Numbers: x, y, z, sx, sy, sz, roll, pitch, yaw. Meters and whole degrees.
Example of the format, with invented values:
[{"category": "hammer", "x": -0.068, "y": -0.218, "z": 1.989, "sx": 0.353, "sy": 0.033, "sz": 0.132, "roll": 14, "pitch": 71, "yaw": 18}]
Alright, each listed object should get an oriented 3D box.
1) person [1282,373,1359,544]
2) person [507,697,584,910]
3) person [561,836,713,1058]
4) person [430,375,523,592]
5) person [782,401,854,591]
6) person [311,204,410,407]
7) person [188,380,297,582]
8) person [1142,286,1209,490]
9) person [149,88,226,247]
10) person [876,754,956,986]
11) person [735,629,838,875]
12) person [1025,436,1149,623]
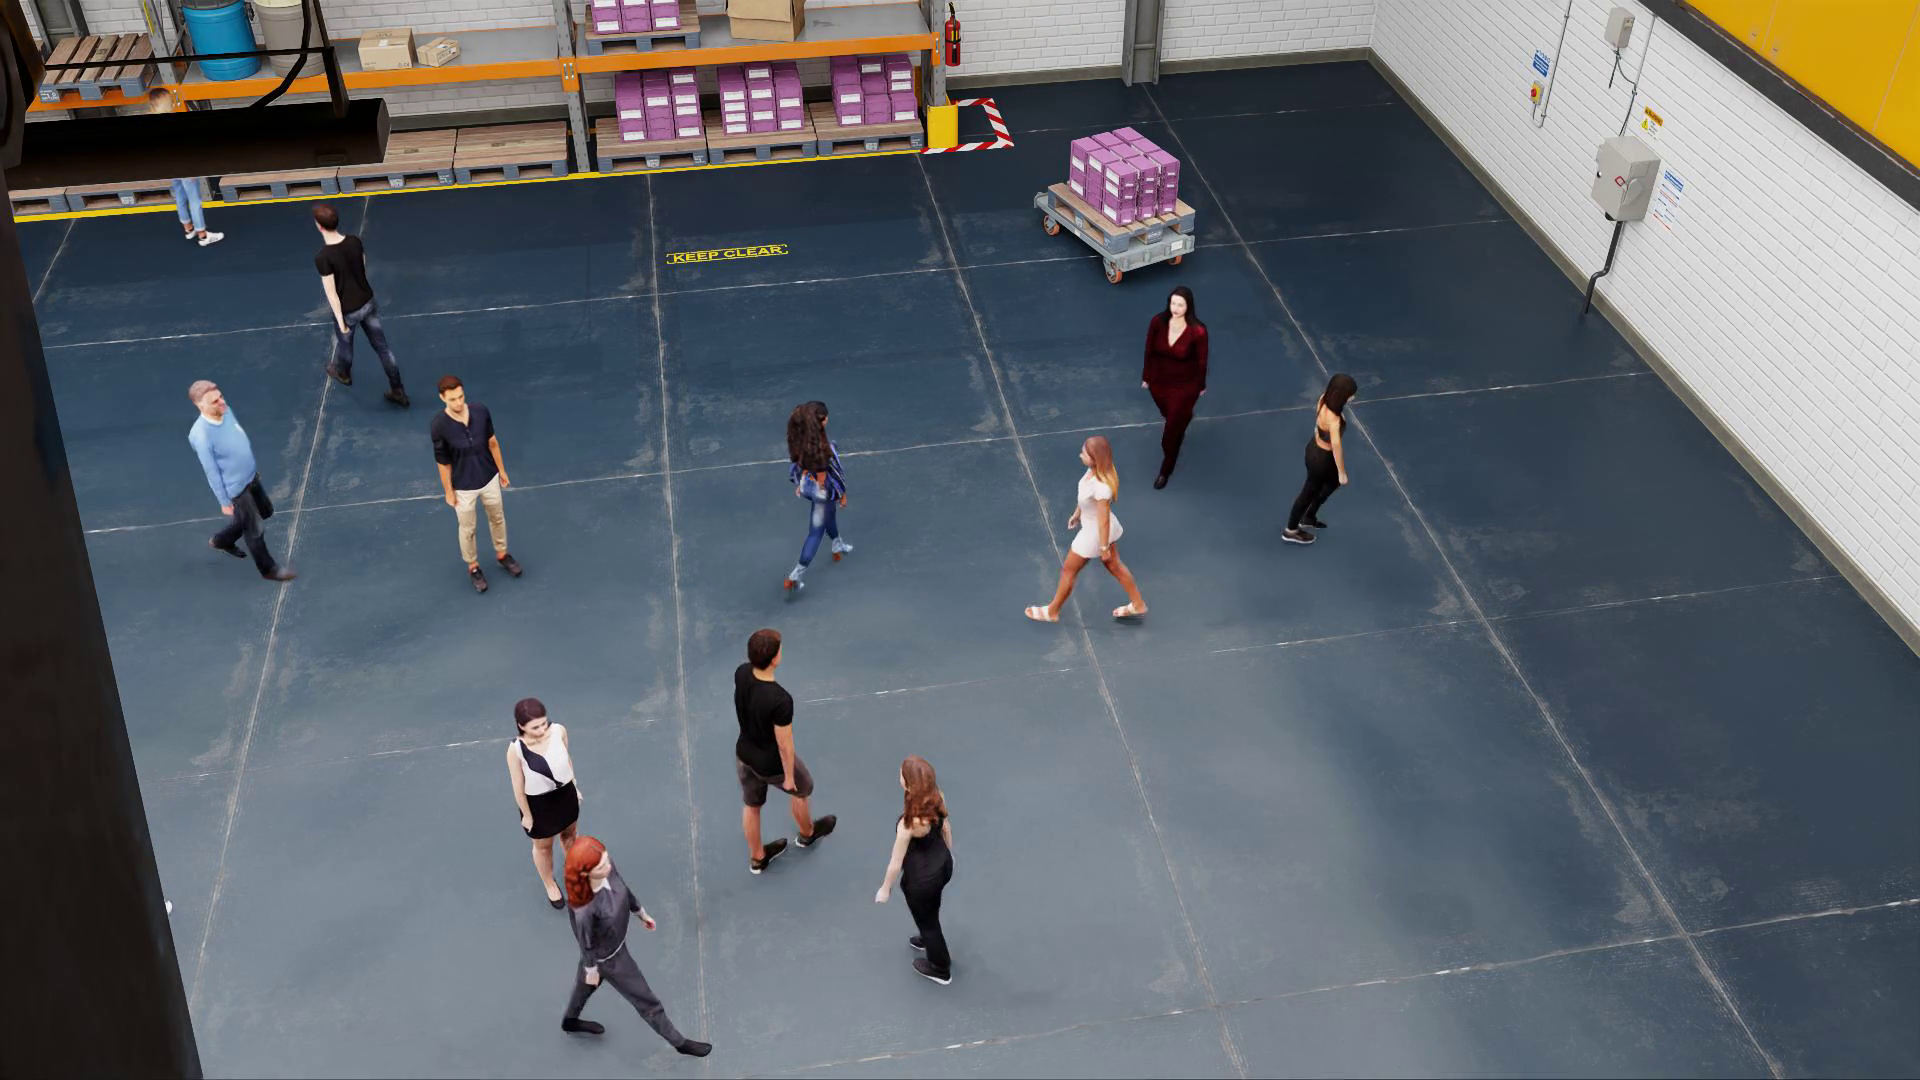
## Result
[{"category": "person", "x": 2.687, "y": -0.610, "z": 12.782, "sx": 0.689, "sy": 1.613, "sz": 0.626, "roll": 2, "pitch": 39, "yaw": 2}, {"category": "person", "x": -2.477, "y": 1.569, "z": 10.026, "sx": 0.608, "sy": 1.650, "sz": 0.696, "roll": -32, "pitch": 48, "yaw": -33}, {"category": "person", "x": -2.015, "y": 2.236, "z": 9.132, "sx": 1.204, "sy": 1.721, "sz": 0.823, "roll": 4, "pitch": 39, "yaw": 5}, {"category": "person", "x": -3.633, "y": -0.458, "z": 12.399, "sx": 0.660, "sy": 1.854, "sz": 0.777, "roll": -29, "pitch": 47, "yaw": -31}, {"category": "person", "x": -1.100, "y": -0.311, "z": 12.432, "sx": 1.013, "sy": 1.585, "sz": 1.110, "roll": 27, "pitch": 46, "yaw": 30}, {"category": "person", "x": -5.132, "y": -1.964, "z": 14.291, "sx": 1.239, "sy": 1.847, "sz": 1.190, "roll": 25, "pitch": 45, "yaw": 28}, {"category": "person", "x": -5.491, "y": -0.443, "z": 12.426, "sx": 0.946, "sy": 1.797, "sz": 0.776, "roll": 2, "pitch": 39, "yaw": 3}, {"category": "person", "x": 1.787, "y": -1.335, "z": 13.608, "sx": 1.132, "sy": 1.716, "sz": 1.161, "roll": 21, "pitch": 43, "yaw": 24}, {"category": "person", "x": -7.841, "y": -3.763, "z": 16.715, "sx": 0.657, "sy": 1.633, "sz": 0.710, "roll": 25, "pitch": 45, "yaw": 28}, {"category": "person", "x": -0.111, "y": 1.941, "z": 9.497, "sx": 0.817, "sy": 1.729, "sz": 0.767, "roll": 16, "pitch": 41, "yaw": 20}, {"category": "person", "x": -1.256, "y": 1.348, "z": 10.148, "sx": 0.947, "sy": 1.842, "sz": 1.023, "roll": 27, "pitch": 46, "yaw": 30}, {"category": "person", "x": 1.074, "y": -0.046, "z": 12.047, "sx": 1.195, "sy": 1.652, "sz": 0.793, "roll": 3, "pitch": 39, "yaw": 4}]
